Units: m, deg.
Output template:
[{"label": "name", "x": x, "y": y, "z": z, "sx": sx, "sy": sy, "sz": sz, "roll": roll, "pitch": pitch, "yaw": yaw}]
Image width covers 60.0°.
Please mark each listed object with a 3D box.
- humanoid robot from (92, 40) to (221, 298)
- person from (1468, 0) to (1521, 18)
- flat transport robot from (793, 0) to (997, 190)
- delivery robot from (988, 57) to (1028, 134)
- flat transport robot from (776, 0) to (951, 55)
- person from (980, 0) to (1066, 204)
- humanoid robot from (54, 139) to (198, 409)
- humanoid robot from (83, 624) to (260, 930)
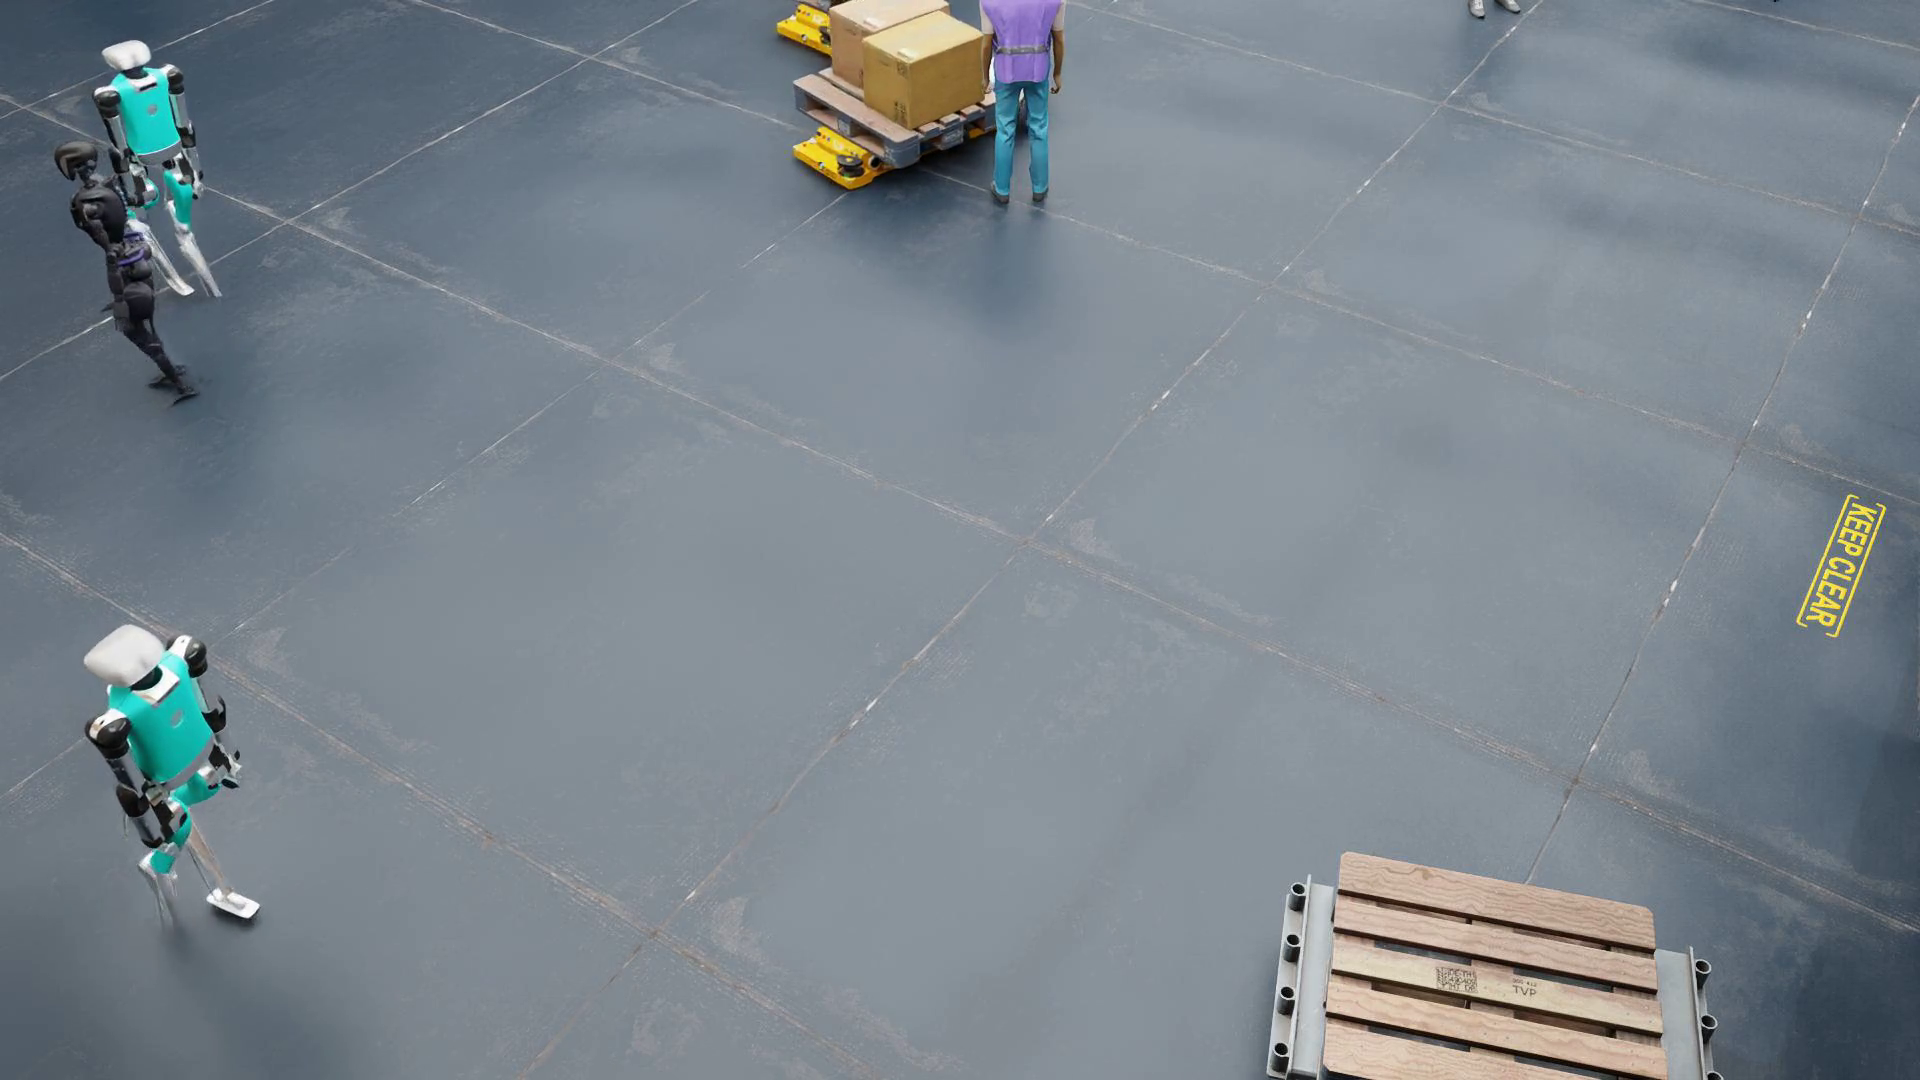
[{"label": "humanoid robot", "x": -4.976, "y": -2.211, "z": 10.217, "sx": 0.740, "sy": 1.862, "sz": 0.564, "roll": 27, "pitch": 48, "yaw": 27}, {"label": "person", "x": 4.450, "y": -5.196, "z": 13.341, "sx": 0.552, "sy": 1.940, "sz": 0.418, "roll": -11, "pitch": 43, "yaw": -12}, {"label": "flat transport robot", "x": -0.453, "y": -2.979, "z": 12.113, "sx": 1.431, "sy": 0.231, "sz": 0.659, "roll": -30, "pitch": 50, "yaw": -30}, {"label": "delivery robot", "x": 0.376, "y": -3.417, "z": 12.382, "sx": 0.499, "sy": 0.586, "sz": 0.772, "roll": 14, "pitch": 44, "yaw": 15}, {"label": "flat transport robot", "x": -0.772, "y": -4.386, "z": 13.688, "sx": 0.659, "sy": 0.231, "sz": 1.431, "roll": 31, "pitch": 50, "yaw": 30}, {"label": "person", "x": 0.407, "y": -3.091, "z": 11.052, "sx": 0.565, "sy": 1.850, "sz": 0.390, "roll": -3, "pitch": 42, "yaw": -3}, {"label": "humanoid robot", "x": -4.709, "y": -1.482, "z": 9.383, "sx": 0.331, "sy": 1.654, "sz": 0.602, "roll": -14, "pitch": 44, "yaw": -15}, {"label": "humanoid robot", "x": -3.213, "y": 1.005, "z": 6.642, "sx": 0.760, "sy": 1.898, "sz": 0.546, "roll": 15, "pitch": 44, "yaw": 16}]
